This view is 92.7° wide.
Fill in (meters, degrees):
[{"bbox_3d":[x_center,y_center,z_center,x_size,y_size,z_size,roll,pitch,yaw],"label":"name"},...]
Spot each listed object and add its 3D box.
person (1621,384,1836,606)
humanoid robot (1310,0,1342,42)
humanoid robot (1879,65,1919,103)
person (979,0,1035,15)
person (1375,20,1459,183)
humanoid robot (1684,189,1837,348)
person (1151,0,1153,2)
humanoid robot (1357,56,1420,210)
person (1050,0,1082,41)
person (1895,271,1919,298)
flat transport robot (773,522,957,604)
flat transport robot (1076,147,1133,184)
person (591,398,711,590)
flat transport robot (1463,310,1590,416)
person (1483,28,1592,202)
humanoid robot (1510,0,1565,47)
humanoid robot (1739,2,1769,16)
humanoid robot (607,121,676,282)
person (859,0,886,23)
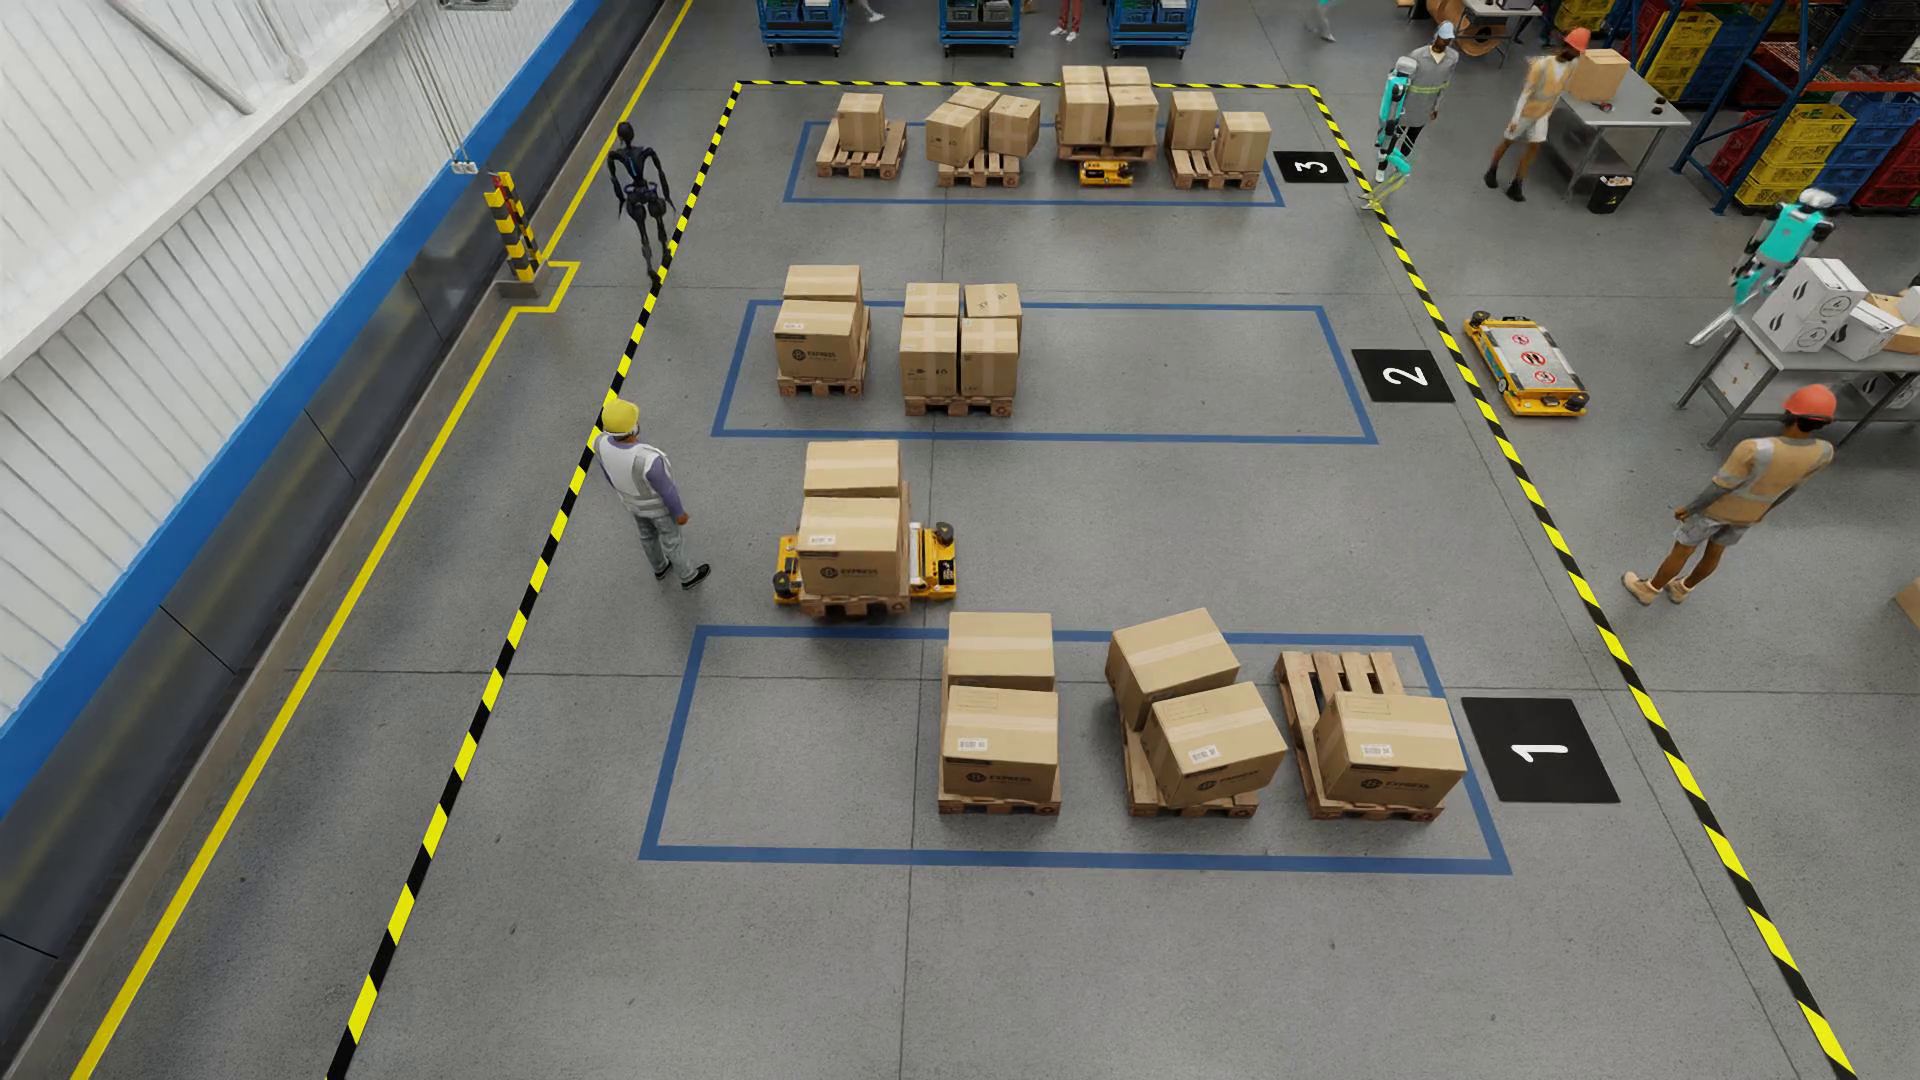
[{"bbox_3d":[5.520,-0.261,6.596,0.607,2.030,0.406,1,49,1],"label":"person"},{"bbox_3d":[5.796,-8.546,14.030,0.548,1.893,0.783,-30,55,-23],"label":"humanoid robot"},{"bbox_3d":[13.185,-6.875,12.553,0.600,1.641,0.477,0,49,0],"label":"humanoid robot"},{"bbox_3d":[0.759,-9.401,14.544,1.076,1.972,0.615,-7,49,-6],"label":"person"},{"bbox_3d":[5.495,-5.228,11.011,0.589,1.852,0.366,-1,49,-1],"label":"person"},{"bbox_3d":[7.761,-2.553,8.776,1.026,1.735,0.547,-21,52,-17],"label":"humanoid robot"},{"bbox_3d":[3.083,-8.947,14.311,0.762,1.714,0.514,12,50,10],"label":"person"},{"bbox_3d":[5.030,-4.588,10.444,0.735,1.677,0.533,10,50,8],"label":"humanoid robot"},{"bbox_3d":[1.721,-8.704,13.974,0.392,1.921,0.590,-35,58,-27],"label":"person"},{"bbox_3d":[10.375,-3.170,9.244,0.338,1.836,0.500,-30,56,-24],"label":"person"},{"bbox_3d":[-0.755,0.173,7.365,1.431,0.197,0.652,-2,49,-2],"label":"flat transport robot"},{"bbox_3d":[1.847,-5.065,11.899,0.652,0.197,1.431,1,49,1],"label":"flat transport robot"},{"bbox_3d":[-2.277,-0.316,6.768,0.599,1.836,0.404,20,52,17],"label":"person"},{"bbox_3d":[5.573,-1.757,9.054,0.659,0.231,1.431,1,49,1],"label":"flat transport robot"},{"bbox_3d":[6.757,-4.944,10.733,0.594,1.886,0.878,-3,49,-3],"label":"person"},{"bbox_3d":[8.969,-8.302,13.802,0.596,1.630,0.719,-20,52,-17],"label":"humanoid robot"},{"bbox_3d":[12.023,-8.056,13.581,0.632,1.635,0.585,-17,51,-14],"label":"humanoid robot"},{"bbox_3d":[-3.362,-3.597,9.730,0.599,1.624,0.699,-7,50,-6],"label":"humanoid robot"},{"bbox_3d":[-1.717,-9.149,14.435,0.995,1.802,0.610,3,49,2],"label":"person"}]
